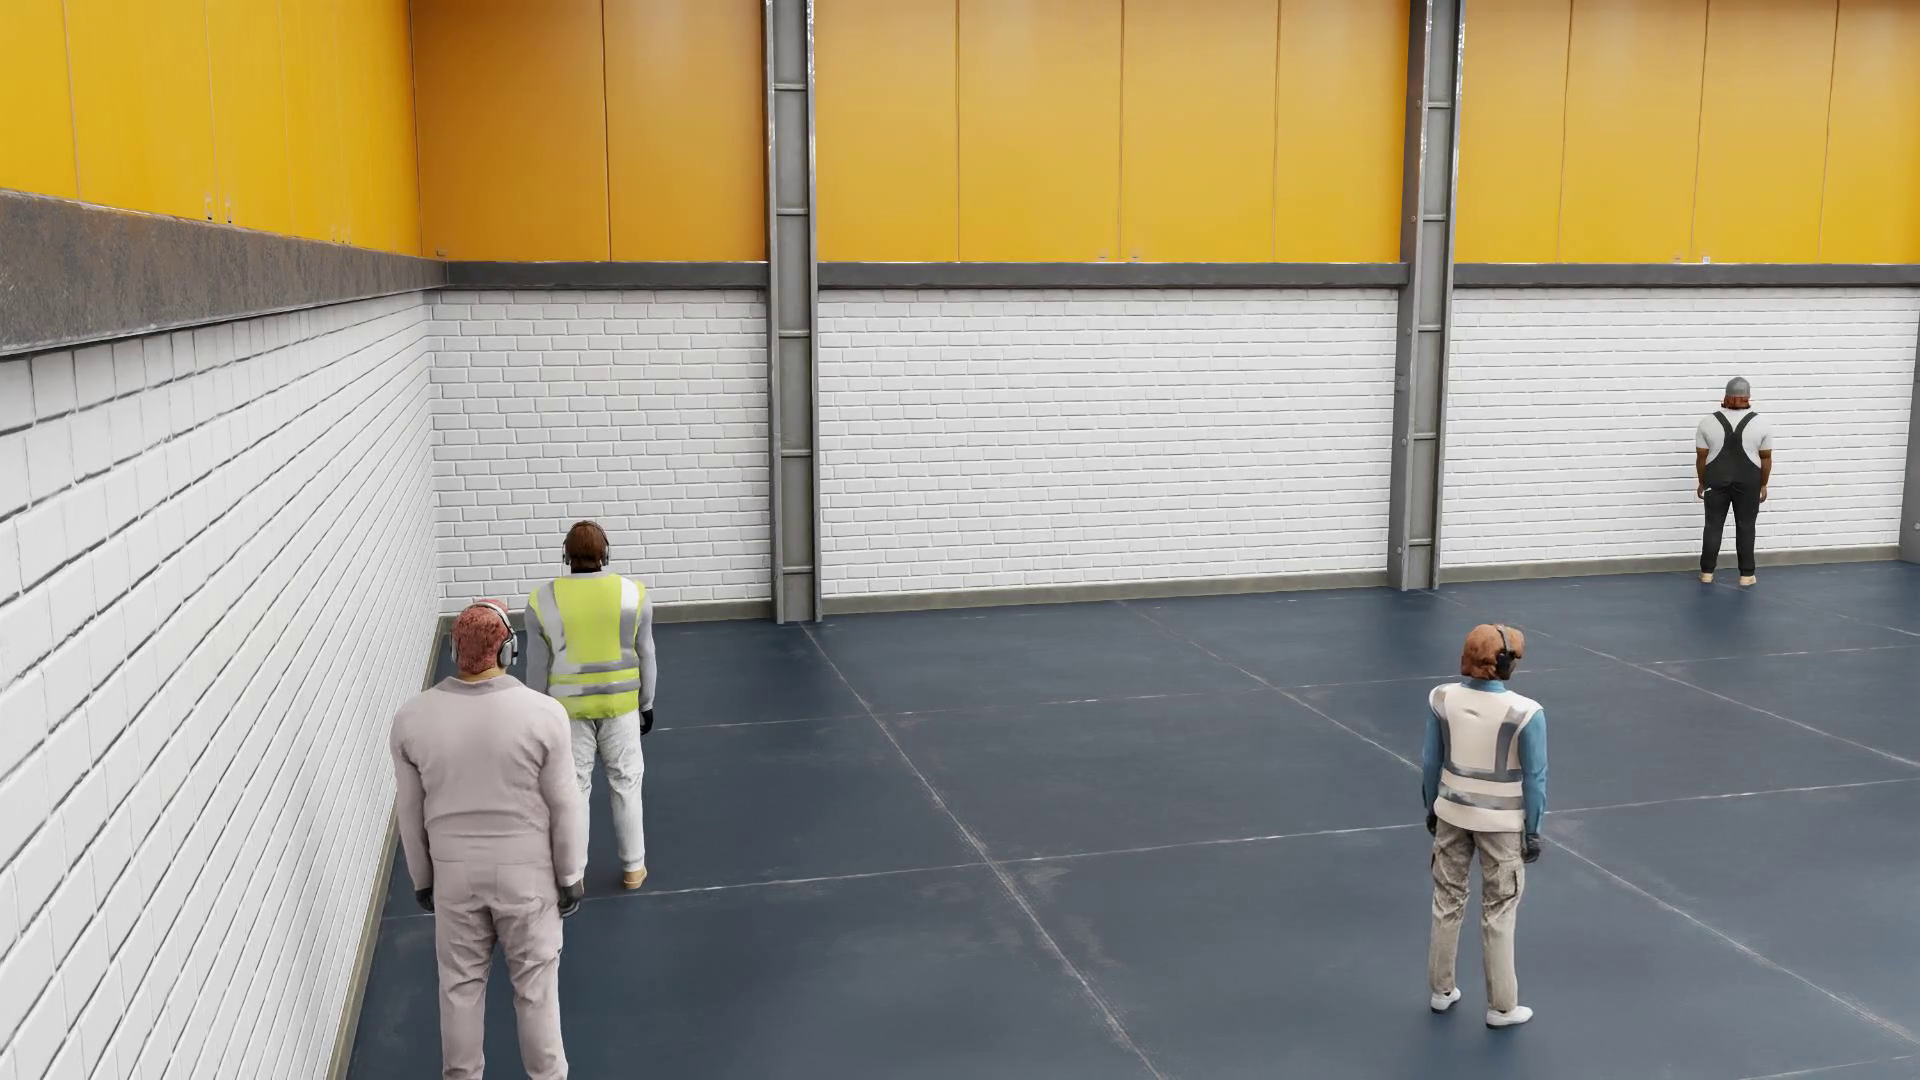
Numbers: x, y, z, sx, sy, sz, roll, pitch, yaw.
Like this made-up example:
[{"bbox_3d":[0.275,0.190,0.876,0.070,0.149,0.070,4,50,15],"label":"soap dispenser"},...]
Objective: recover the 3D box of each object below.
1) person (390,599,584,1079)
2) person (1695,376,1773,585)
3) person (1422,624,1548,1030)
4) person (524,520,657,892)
[{"bbox_3d":[-1.629,1.152,5.850,0.641,1.909,0.409,0,9,1],"label":"person"},{"bbox_3d":[7.554,-0.584,16.264,0.684,2.000,0.538,5,10,28],"label":"person"},{"bbox_3d":[2.105,1.147,6.723,0.515,1.636,0.315,9,13,43],"label":"person"},{"bbox_3d":[-1.796,0.819,8.127,0.622,1.845,0.429,-3,10,-17],"label":"person"}]
